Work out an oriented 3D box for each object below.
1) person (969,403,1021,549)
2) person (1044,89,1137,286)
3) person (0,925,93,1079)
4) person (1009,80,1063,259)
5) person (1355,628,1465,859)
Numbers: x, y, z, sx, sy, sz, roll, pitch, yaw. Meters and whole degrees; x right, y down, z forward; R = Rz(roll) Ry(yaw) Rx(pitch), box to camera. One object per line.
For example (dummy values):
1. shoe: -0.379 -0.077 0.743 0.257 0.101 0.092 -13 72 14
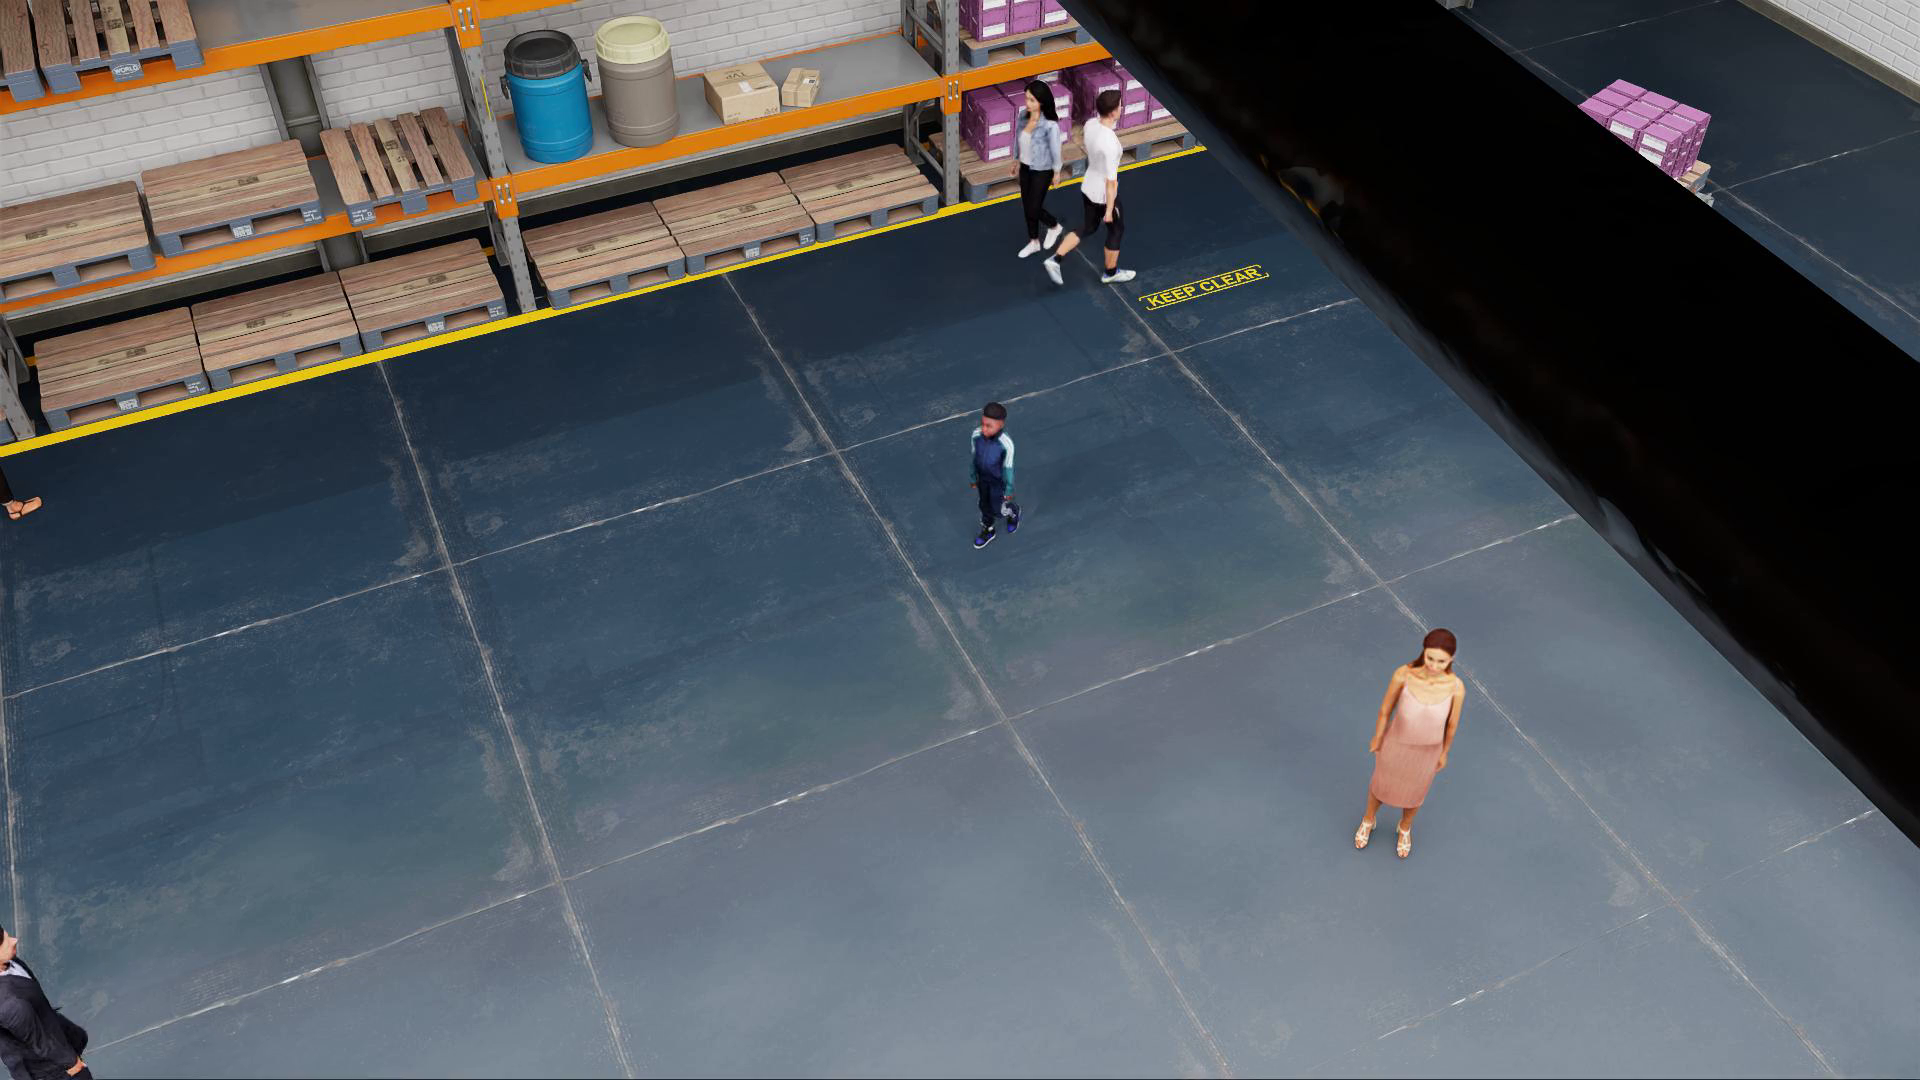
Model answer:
1. person: 0.273 -0.486 11.809 0.657 1.249 0.739 27 50 26
2. person: 1.097 -2.900 13.926 1.039 1.824 0.646 -16 46 -16
3. person: -4.633 2.526 8.211 0.790 1.851 0.829 29 51 27
4. person: 0.726 -3.209 14.343 0.737 1.697 0.696 -28 50 -27
5. person: 2.621 1.179 9.639 0.646 1.832 0.719 12 45 12
